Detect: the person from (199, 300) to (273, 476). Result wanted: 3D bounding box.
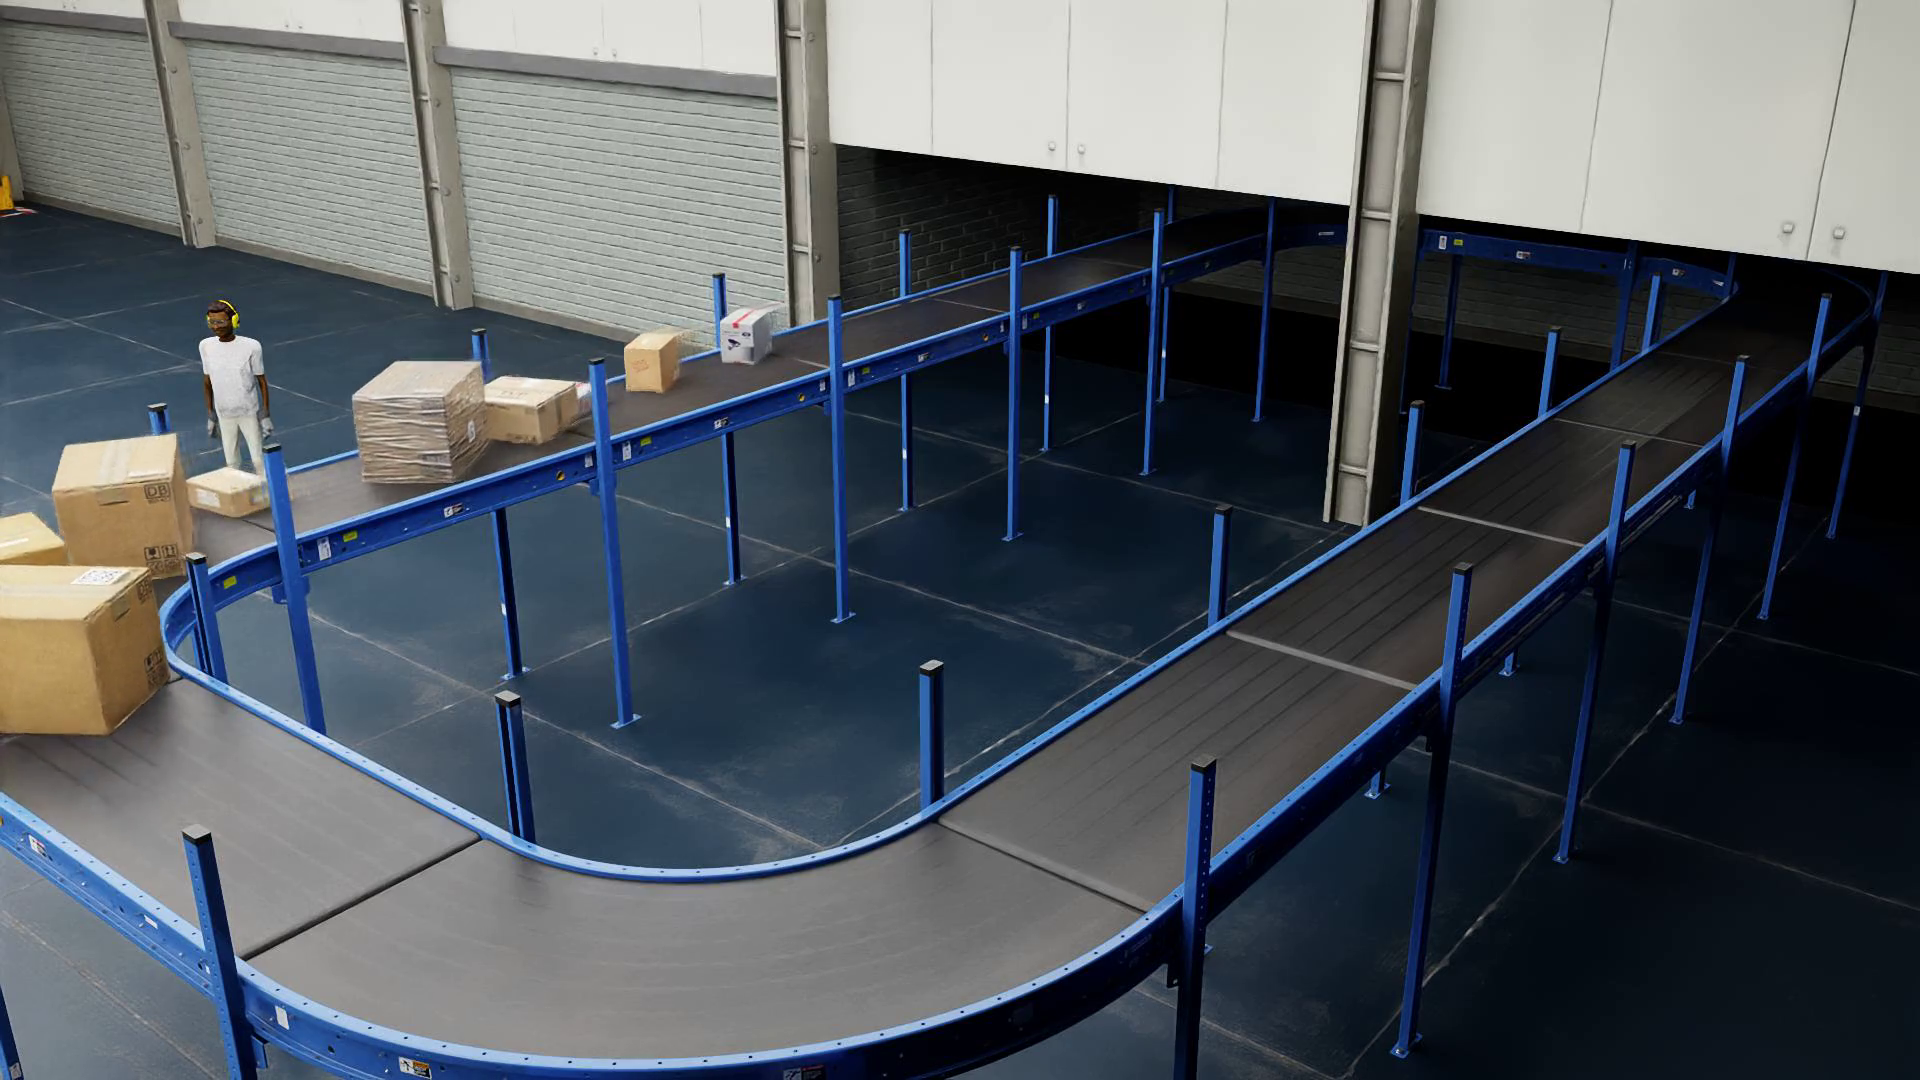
[{"bbox_3d":[-5.698,-0.976,13.120,0.509,1.872,0.329,-1,22,-3],"label":"person"}]
